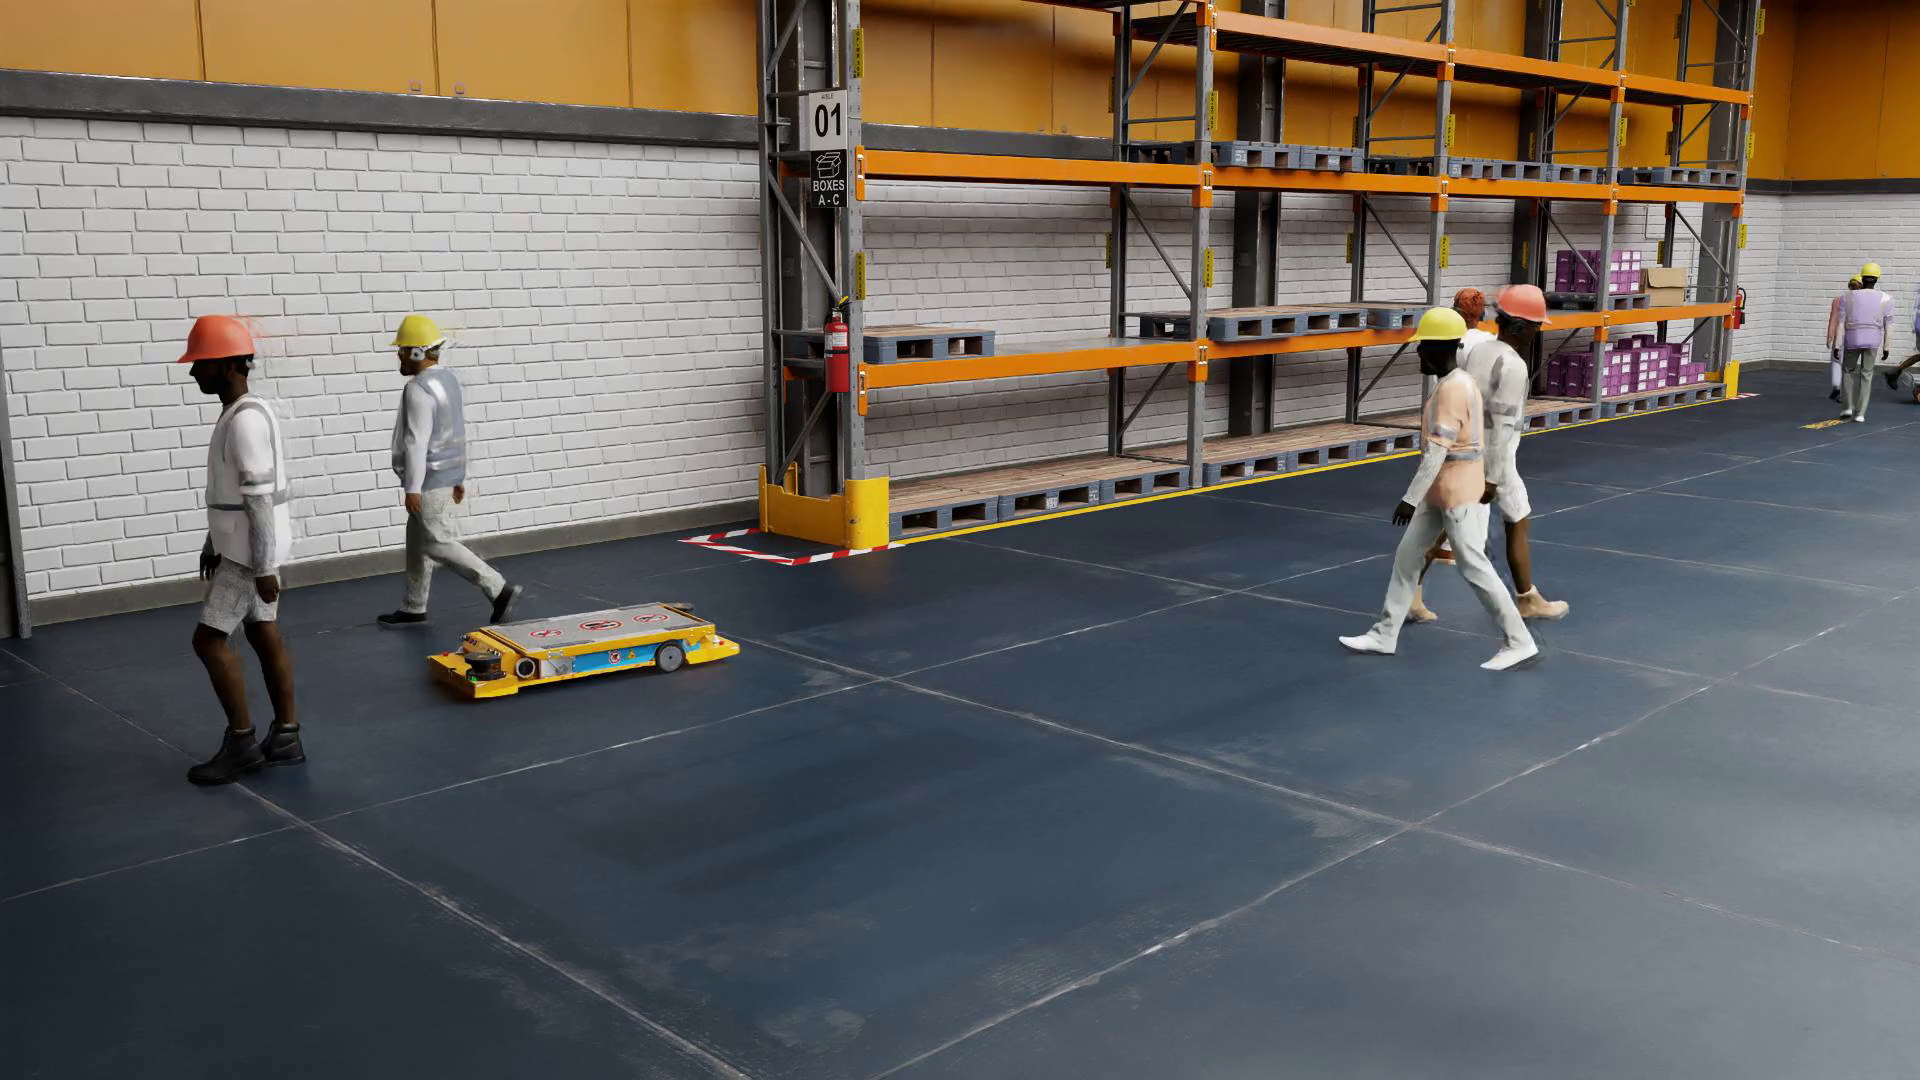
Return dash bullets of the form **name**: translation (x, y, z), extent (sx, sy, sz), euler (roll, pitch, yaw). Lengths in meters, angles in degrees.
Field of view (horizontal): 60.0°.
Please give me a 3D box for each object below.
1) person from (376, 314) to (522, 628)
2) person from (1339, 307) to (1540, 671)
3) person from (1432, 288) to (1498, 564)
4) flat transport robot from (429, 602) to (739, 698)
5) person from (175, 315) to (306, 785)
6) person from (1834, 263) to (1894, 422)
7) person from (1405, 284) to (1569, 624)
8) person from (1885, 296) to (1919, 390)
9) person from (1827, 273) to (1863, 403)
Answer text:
- **person**: translation (-2.927, -0.370, 9.406), extent (0.806, 1.808, 0.601), euler (-1, 10, -3)
- **person**: translation (2.560, -0.263, 8.630), extent (0.992, 1.885, 0.591), euler (2, 11, 11)
- **person**: translation (3.442, -0.770, 11.377), extent (0.575, 1.882, 0.355), euler (-4, 11, -21)
- **flat transport robot**: translation (-1.929, 0.545, 8.600), extent (1.431, 0.197, 0.652), euler (-7, 13, -35)
- **person**: translation (-3.041, 0.043, 6.846), extent (0.589, 1.920, 0.559), euler (-4, 11, -20)
- **person**: translation (10.910, -2.383, 20.102), extent (0.608, 1.902, 0.661), euler (5, 11, 25)
- **person**: translation (2.999, -0.468, 9.502), extent (1.102, 1.982, 0.628), euler (-3, 11, -16)
- **person**: translation (13.453, -2.958, 23.239), extent (0.666, 1.906, 0.583), euler (2, 10, 8)
- **person**: translation (11.901, -2.697, 22.263), extent (0.536, 1.738, 0.363), euler (4, 11, 21)
